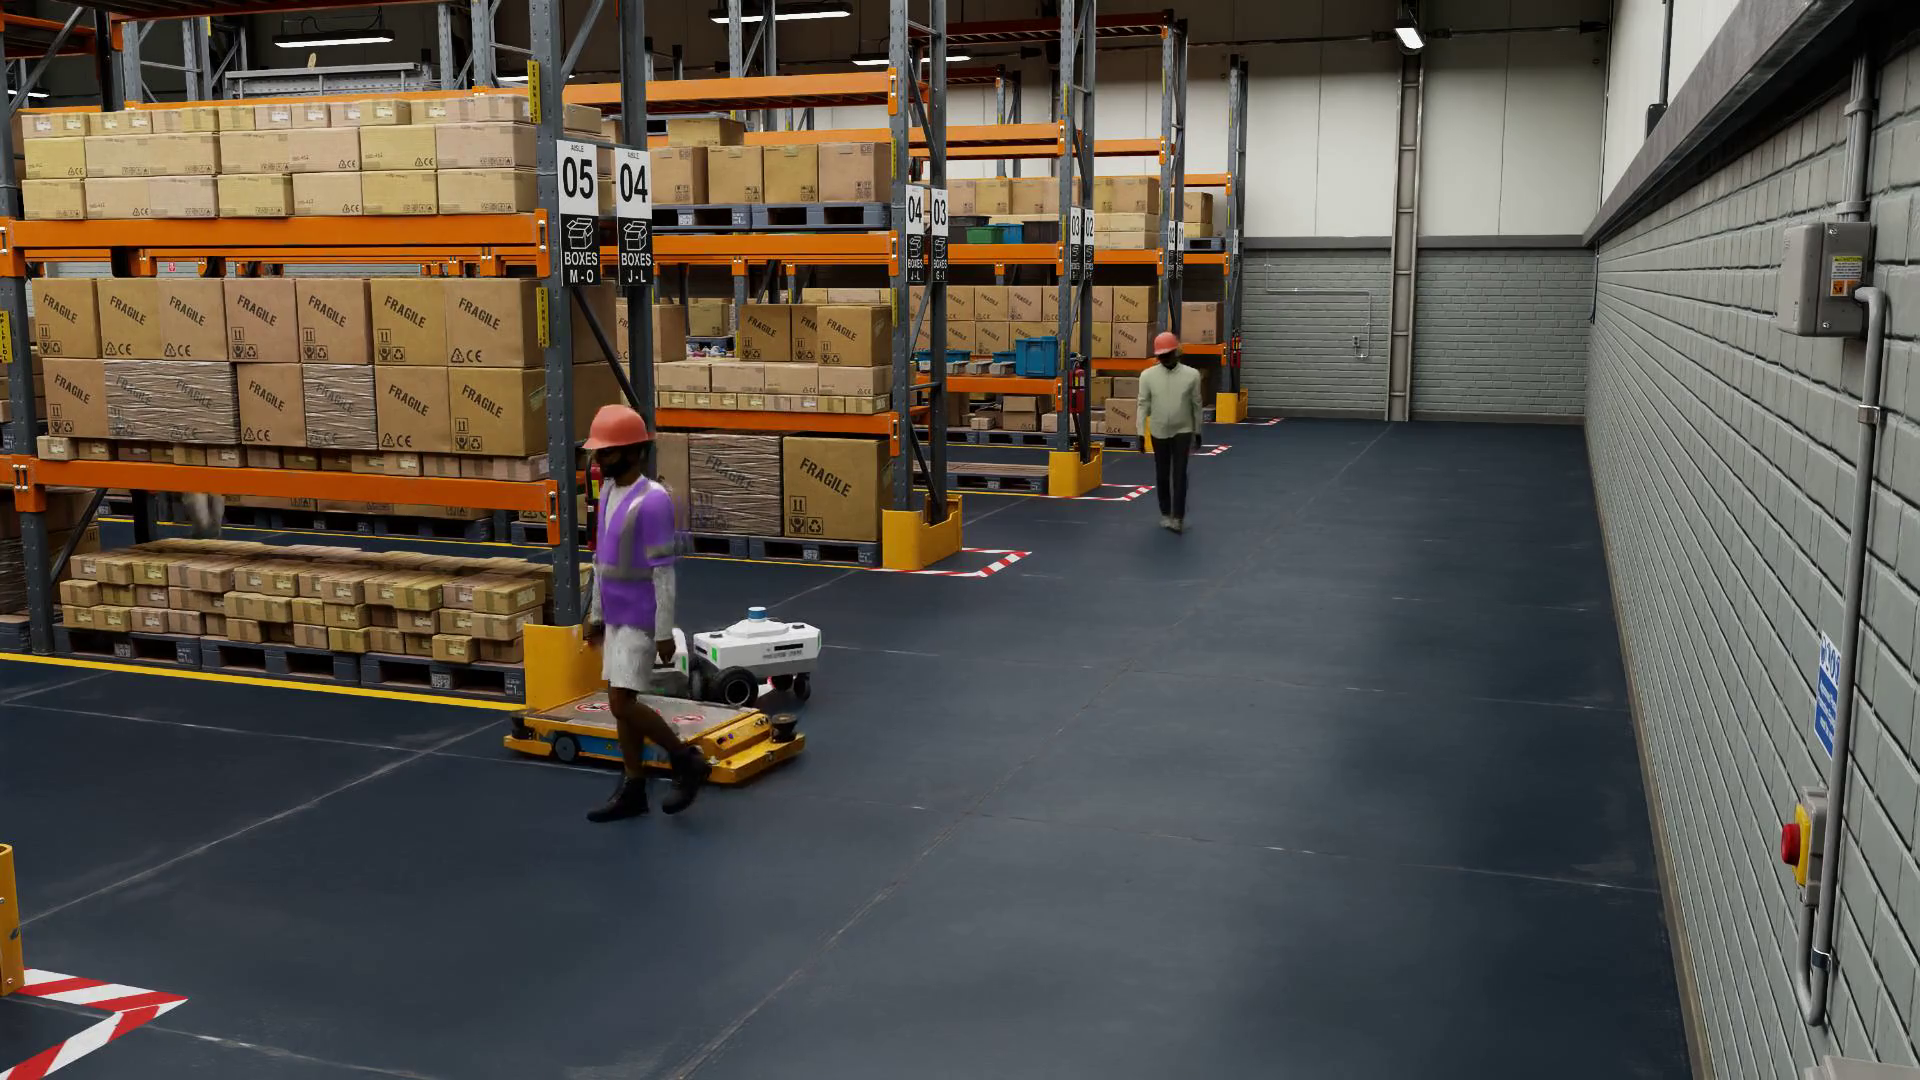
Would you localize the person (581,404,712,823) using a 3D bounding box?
[{"bbox_3d":[-1.486,0.340,7.565,0.443,1.921,0.556,-6,11,-33],"label":"person"}]

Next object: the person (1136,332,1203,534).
[{"bbox_3d":[2.032,-1.038,16.103,0.647,1.930,0.994,2,9,10],"label":"person"}]

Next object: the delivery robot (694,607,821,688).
[{"bbox_3d":[-1.175,0.634,9.697,0.707,0.478,0.477,-5,10,-29],"label":"delivery robot"}]

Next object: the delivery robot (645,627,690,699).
[{"bbox_3d":[-1.731,0.668,9.483,0.477,0.478,0.707,-2,9,-12],"label":"delivery robot"}]

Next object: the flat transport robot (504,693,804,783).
[{"bbox_3d":[-1.589,0.994,8.621,1.431,0.197,0.652,4,10,25],"label":"flat transport robot"}]

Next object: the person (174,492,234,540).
[{"bbox_3d":[-6.045,-0.437,13.321,0.360,1.624,0.542,4,10,24],"label":"person"}]
